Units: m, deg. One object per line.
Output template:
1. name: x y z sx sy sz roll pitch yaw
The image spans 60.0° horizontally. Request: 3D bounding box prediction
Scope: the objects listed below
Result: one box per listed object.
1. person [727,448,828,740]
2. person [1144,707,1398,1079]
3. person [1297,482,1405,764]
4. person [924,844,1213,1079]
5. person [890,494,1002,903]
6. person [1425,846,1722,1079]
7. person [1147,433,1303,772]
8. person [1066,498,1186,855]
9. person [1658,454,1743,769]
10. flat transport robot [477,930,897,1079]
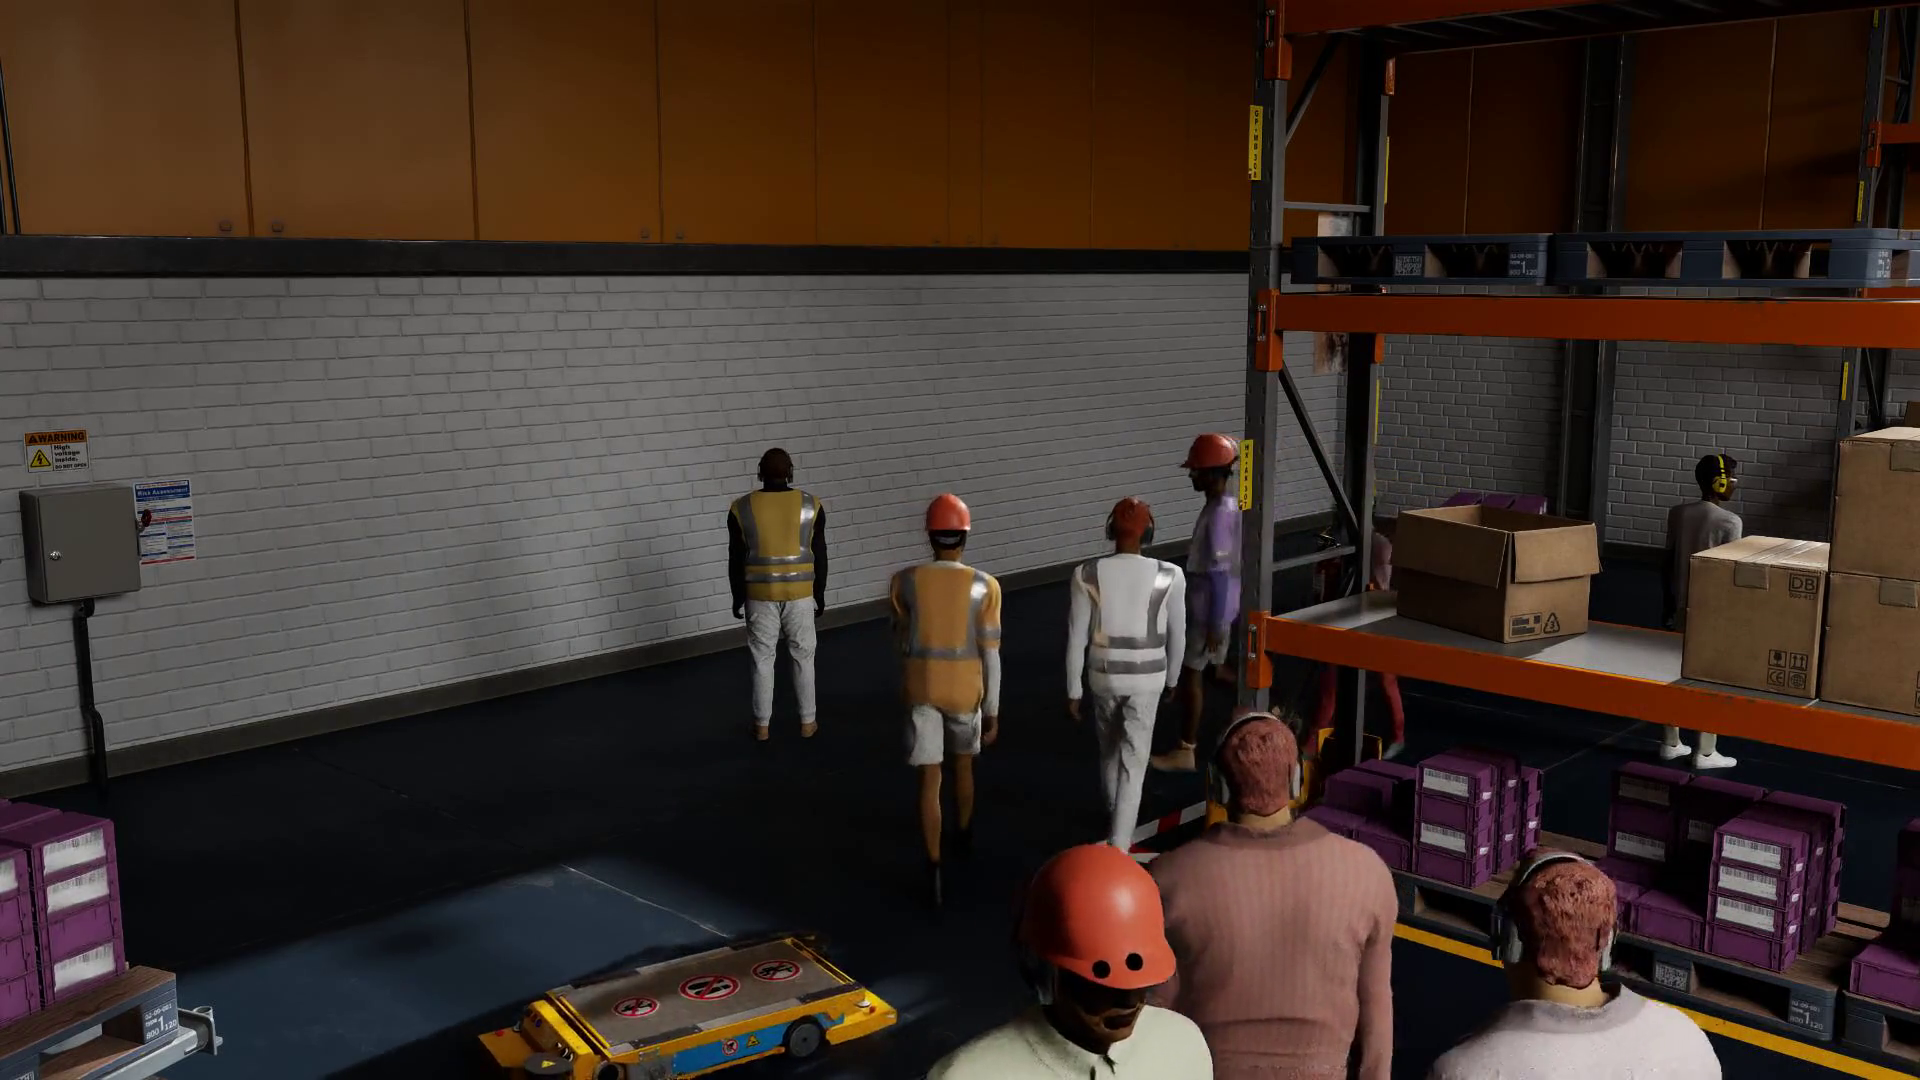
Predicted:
1. person: -1.141 0.339 10.443 0.623 1.844 0.429 -2 9 -10
2. person: 0.729 1.351 4.068 0.662 1.890 0.634 0 9 1
3. person: 2.327 0.502 9.814 0.911 1.716 0.537 -6 11 -32
4. person: 0.265 1.502 2.904 0.654 1.967 0.776 -6 11 -32
5. person: -0.069 0.726 7.971 0.530 1.884 0.972 0 9 0
6. person: 1.151 1.525 3.128 0.651 1.876 0.876 -3 10 -16
7. person: 1.540 0.383 9.650 0.858 2.017 0.617 2 9 11
8. person: 0.833 0.698 8.276 0.566 1.821 1.043 2 10 14
9. person: 4.406 0.420 9.879 0.317 1.863 0.523 -5 11 -28
10. flat transport robot: -1.017 1.801 6.282 1.431 0.197 0.652 -6 11 -33
